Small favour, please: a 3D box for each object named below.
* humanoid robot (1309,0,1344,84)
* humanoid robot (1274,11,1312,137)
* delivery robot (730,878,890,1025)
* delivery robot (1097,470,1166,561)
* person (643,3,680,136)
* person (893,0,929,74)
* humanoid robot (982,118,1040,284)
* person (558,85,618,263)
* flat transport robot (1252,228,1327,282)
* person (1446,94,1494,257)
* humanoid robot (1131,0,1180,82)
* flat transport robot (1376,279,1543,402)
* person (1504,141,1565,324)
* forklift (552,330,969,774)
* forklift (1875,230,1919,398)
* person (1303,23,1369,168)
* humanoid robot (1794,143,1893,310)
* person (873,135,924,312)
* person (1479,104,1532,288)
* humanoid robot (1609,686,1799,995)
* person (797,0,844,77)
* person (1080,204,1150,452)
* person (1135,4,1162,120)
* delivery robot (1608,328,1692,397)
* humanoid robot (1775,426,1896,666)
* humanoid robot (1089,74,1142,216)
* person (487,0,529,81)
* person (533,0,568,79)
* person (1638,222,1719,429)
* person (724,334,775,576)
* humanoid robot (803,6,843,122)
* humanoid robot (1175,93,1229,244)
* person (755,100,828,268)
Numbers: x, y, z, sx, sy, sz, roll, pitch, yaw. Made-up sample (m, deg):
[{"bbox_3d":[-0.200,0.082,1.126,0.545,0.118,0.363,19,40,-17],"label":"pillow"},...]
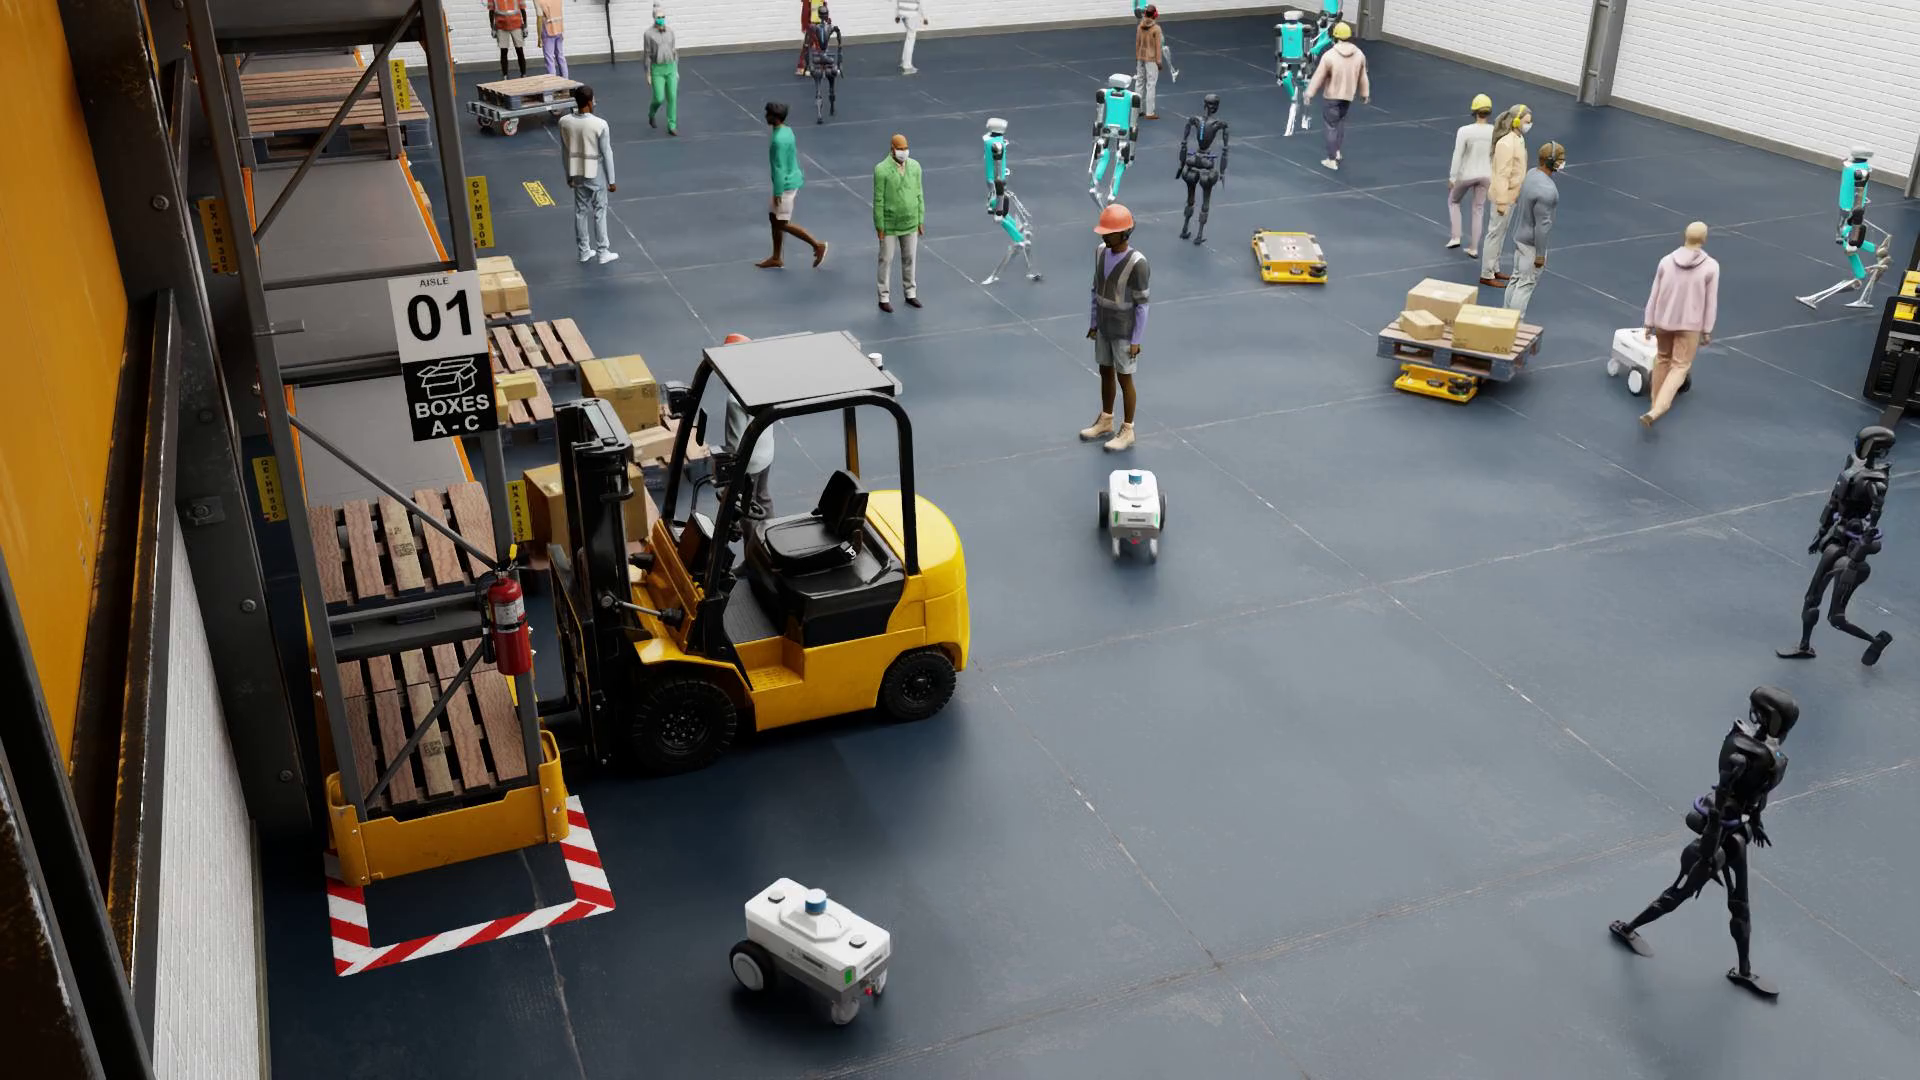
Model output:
[{"bbox_3d":[5.658,-7.990,26.306,0.750,1.838,0.541,-11,29,-22],"label":"humanoid robot"},{"bbox_3d":[4.854,-6.662,23.629,0.541,1.761,0.978,19,32,32],"label":"humanoid robot"},{"bbox_3d":[-0.672,1.906,7.864,0.733,0.582,0.520,20,33,34],"label":"delivery robot"},{"bbox_3d":[1.265,-0.225,12.122,0.499,0.600,0.801,1,27,2],"label":"delivery robot"},{"bbox_3d":[-4.221,-6.652,23.490,0.519,1.826,0.534,-18,32,-31],"label":"person"},{"bbox_3d":[-0.811,-8.651,27.423,0.506,1.868,0.580,-22,34,-37],"label":"person"},{"bbox_3d":[0.630,-3.491,17.386,0.811,1.832,0.562,-5,27,-9],"label":"humanoid robot"},{"bbox_3d":[-4.017,-3.943,18.012,0.595,1.909,0.410,8,28,16],"label":"person"},{"bbox_3d":[3.590,-3.106,18.166,0.659,0.231,1.431,2,27,3],"label":"flat transport robot"},{"bbox_3d":[5.633,-3.998,18.294,0.590,1.742,0.492,-4,27,-8],"label":"person"},{"bbox_3d":[3.208,-8.272,26.827,0.970,1.765,0.553,6,27,12],"label":"humanoid robot"},{"bbox_3d":[4.538,-1.608,15.187,0.659,0.231,1.431,16,31,29],"label":"flat transport robot"},{"bbox_3d":[5.413,-2.804,15.726,0.369,1.932,0.621,1,27,2],"label":"person"},{"bbox_3d":[-1.094,0.010,9.831,2.313,2.155,1.214,-10,28,-20],"label":"forklift"},{"bbox_3d":[9.029,-2.397,14.618,1.214,2.155,2.313,18,32,32],"label":"forklift"},{"bbox_3d":[4.942,-5.849,21.867,0.845,1.845,0.627,-7,28,-14],"label":"person"},{"bbox_3d":[8.896,-3.016,16.346,0.992,1.724,0.544,5,27,11],"label":"humanoid robot"},{"bbox_3d":[-0.615,-3.166,16.615,0.539,1.776,0.388,-13,29,-24],"label":"person"},{"bbox_3d":[5.673,-3.596,17.355,0.413,1.876,0.550,14,30,26],"label":"person"},{"bbox_3d":[3.581,1.359,7.782,0.616,1.614,0.787,-22,34,-37],"label":"humanoid robot"},{"bbox_3d":[-2.333,-8.418,27.118,0.923,1.720,0.480,10,28,18],"label":"person"},{"bbox_3d":[1.235,-1.707,13.414,0.393,2.038,0.613,-17,31,-30],"label":"person"},{"bbox_3d":[2.752,-7.010,24.399,0.462,1.648,0.327,23,35,38],"label":"person"},{"bbox_3d":[6.174,-1.618,14.908,0.499,0.614,0.817,-5,27,-10],"label":"delivery robot"},{"bbox_3d":[5.594,0.035,10.367,0.619,1.630,0.586,1,27,2],"label":"humanoid robot"},{"bbox_3d":[1.719,-4.334,19.103,0.552,1.906,0.725,10,28,18],"label":"humanoid robot"},{"bbox_3d":[-7.130,-8.129,26.285,0.600,1.957,0.381,-6,27,-12],"label":"person"},{"bbox_3d":[-6.338,-7.841,25.840,0.380,1.837,0.562,14,30,26],"label":"person"},{"bbox_3d":[5.963,-1.767,13.855,0.550,1.754,0.799,21,33,35],"label":"person"},{"bbox_3d":[-1.473,-0.589,11.519,0.344,1.740,0.572,8,28,16],"label":"person"},{"bbox_3d":[-2.018,-6.974,24.359,0.602,1.629,0.807,0,27,0],"label":"humanoid robot"},{"bbox_3d":[2.723,-4.207,18.798,0.611,1.631,0.413,14,30,26],"label":"humanoid robot"},{"bbox_3d":[-1.832,-3.773,17.752,0.732,1.829,0.500,-2,27,-3],"label":"person"}]
